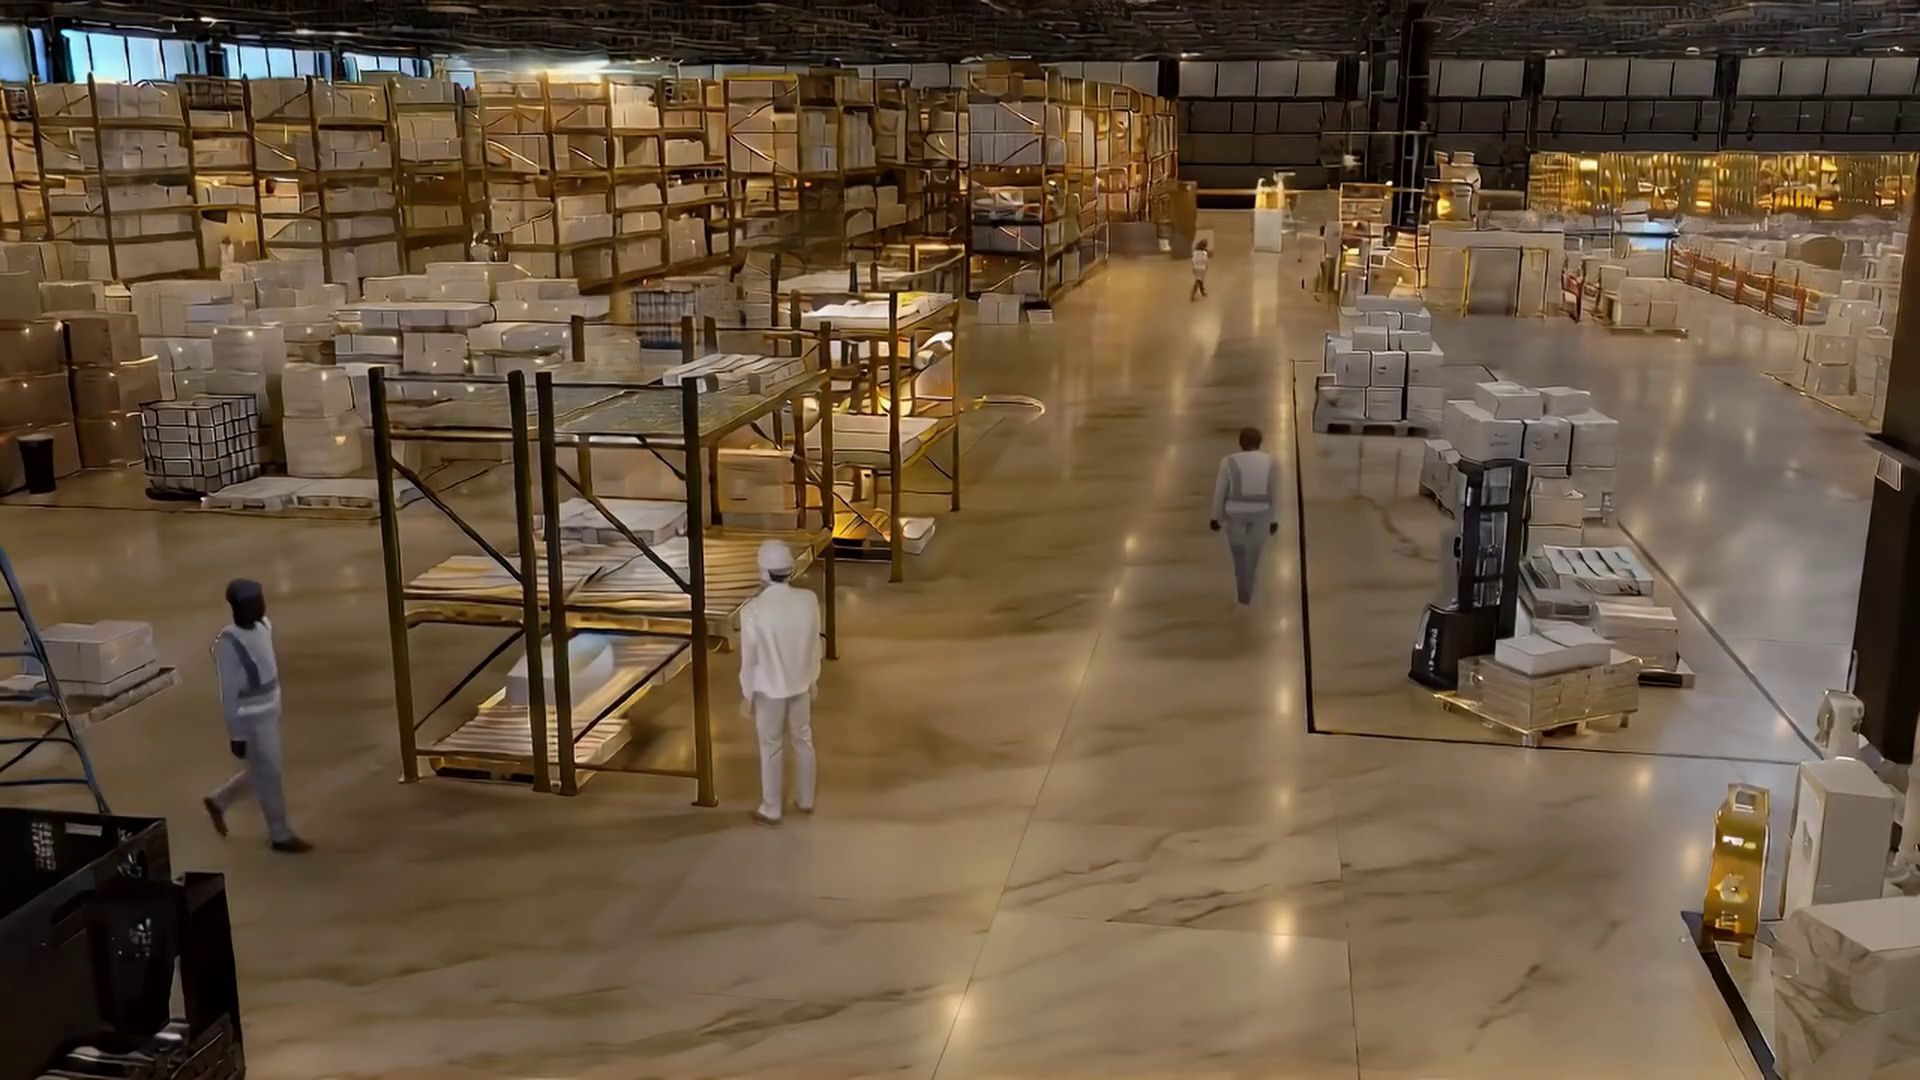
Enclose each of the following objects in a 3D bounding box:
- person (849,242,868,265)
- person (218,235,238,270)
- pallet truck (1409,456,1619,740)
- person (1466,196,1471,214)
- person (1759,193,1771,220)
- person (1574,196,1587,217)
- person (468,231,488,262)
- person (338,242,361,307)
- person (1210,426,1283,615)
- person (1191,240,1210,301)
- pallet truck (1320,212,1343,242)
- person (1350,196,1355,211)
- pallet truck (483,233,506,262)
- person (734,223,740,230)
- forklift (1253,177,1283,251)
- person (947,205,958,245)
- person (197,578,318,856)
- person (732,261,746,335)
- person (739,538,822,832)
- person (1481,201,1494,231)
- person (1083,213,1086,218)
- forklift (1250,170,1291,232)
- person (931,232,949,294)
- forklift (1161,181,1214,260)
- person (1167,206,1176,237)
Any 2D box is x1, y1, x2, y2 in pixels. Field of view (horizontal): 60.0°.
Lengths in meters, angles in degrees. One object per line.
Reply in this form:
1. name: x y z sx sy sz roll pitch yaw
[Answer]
1. person: -2.562 -6.683 42.493 0.620 1.845 0.993 11 18 39
2. person: -21.648 -8.248 49.311 0.536 1.593 0.840 5 15 18
3. pallet truck: 4.504 0.400 13.395 0.823 1.965 1.885 -6 15 -23
4. person: 22.117 -14.210 73.054 0.603 1.830 0.404 5 15 19
5. person: 37.565 -15.306 77.588 0.587 1.786 0.816 2 14 8
6. person: 26.922 -14.014 72.228 0.565 1.845 0.387 -2 14 -9
7. person: -13.158 -7.515 45.648 0.617 1.948 0.792 2 14 9
8. person: -15.225 -6.481 41.501 0.575 1.918 0.625 -2 14 -8
9. person: 2.779 -0.233 16.348 0.639 1.800 0.899 -2 14 -8
10. person: 6.685 -7.451 45.958 0.877 1.648 0.551 -10 17 -36
11. pallet truck: 15.874 -13.227 70.310 0.680 1.201 1.601 10 17 35
12. person: 20.654 -17.764 87.690 0.485 1.735 0.346 -11 18 -38
13. pallet truck: -11.832 -7.026 43.548 1.885 1.965 0.823 8 16 28
14. person: -8.864 -12.237 65.221 0.611 1.732 0.539 9 17 33
15. forklift: 12.083 -12.747 64.956 1.129 2.768 1.873 3 14 10
16. person: -0.225 -11.760 63.091 0.526 1.827 0.580 3 14 12
17. person: -4.594 1.138 10.686 0.735 1.863 0.587 1 14 3
18. person: -5.085 -5.577 38.282 0.316 1.695 0.542 0 14 0
19. person: -1.199 0.961 11.118 0.616 1.997 0.373 -10 17 -36
20. person: 20.915 -12.437 65.747 0.971 1.901 0.650 -1 14 -5
21. person: 5.776 -15.446 77.919 0.409 1.906 0.652 -9 16 -32
22. forklift: 14.388 -15.672 76.831 1.873 2.768 1.129 2 14 10
23. person: -0.566 -7.603 46.128 0.550 1.896 0.981 1 14 5
24. forklift: 8.217 -11.598 60.293 1.873 2.768 1.129 -7 16 -27
25. person: 7.929 -11.346 61.344 0.646 1.878 0.816 -1 14 -2
